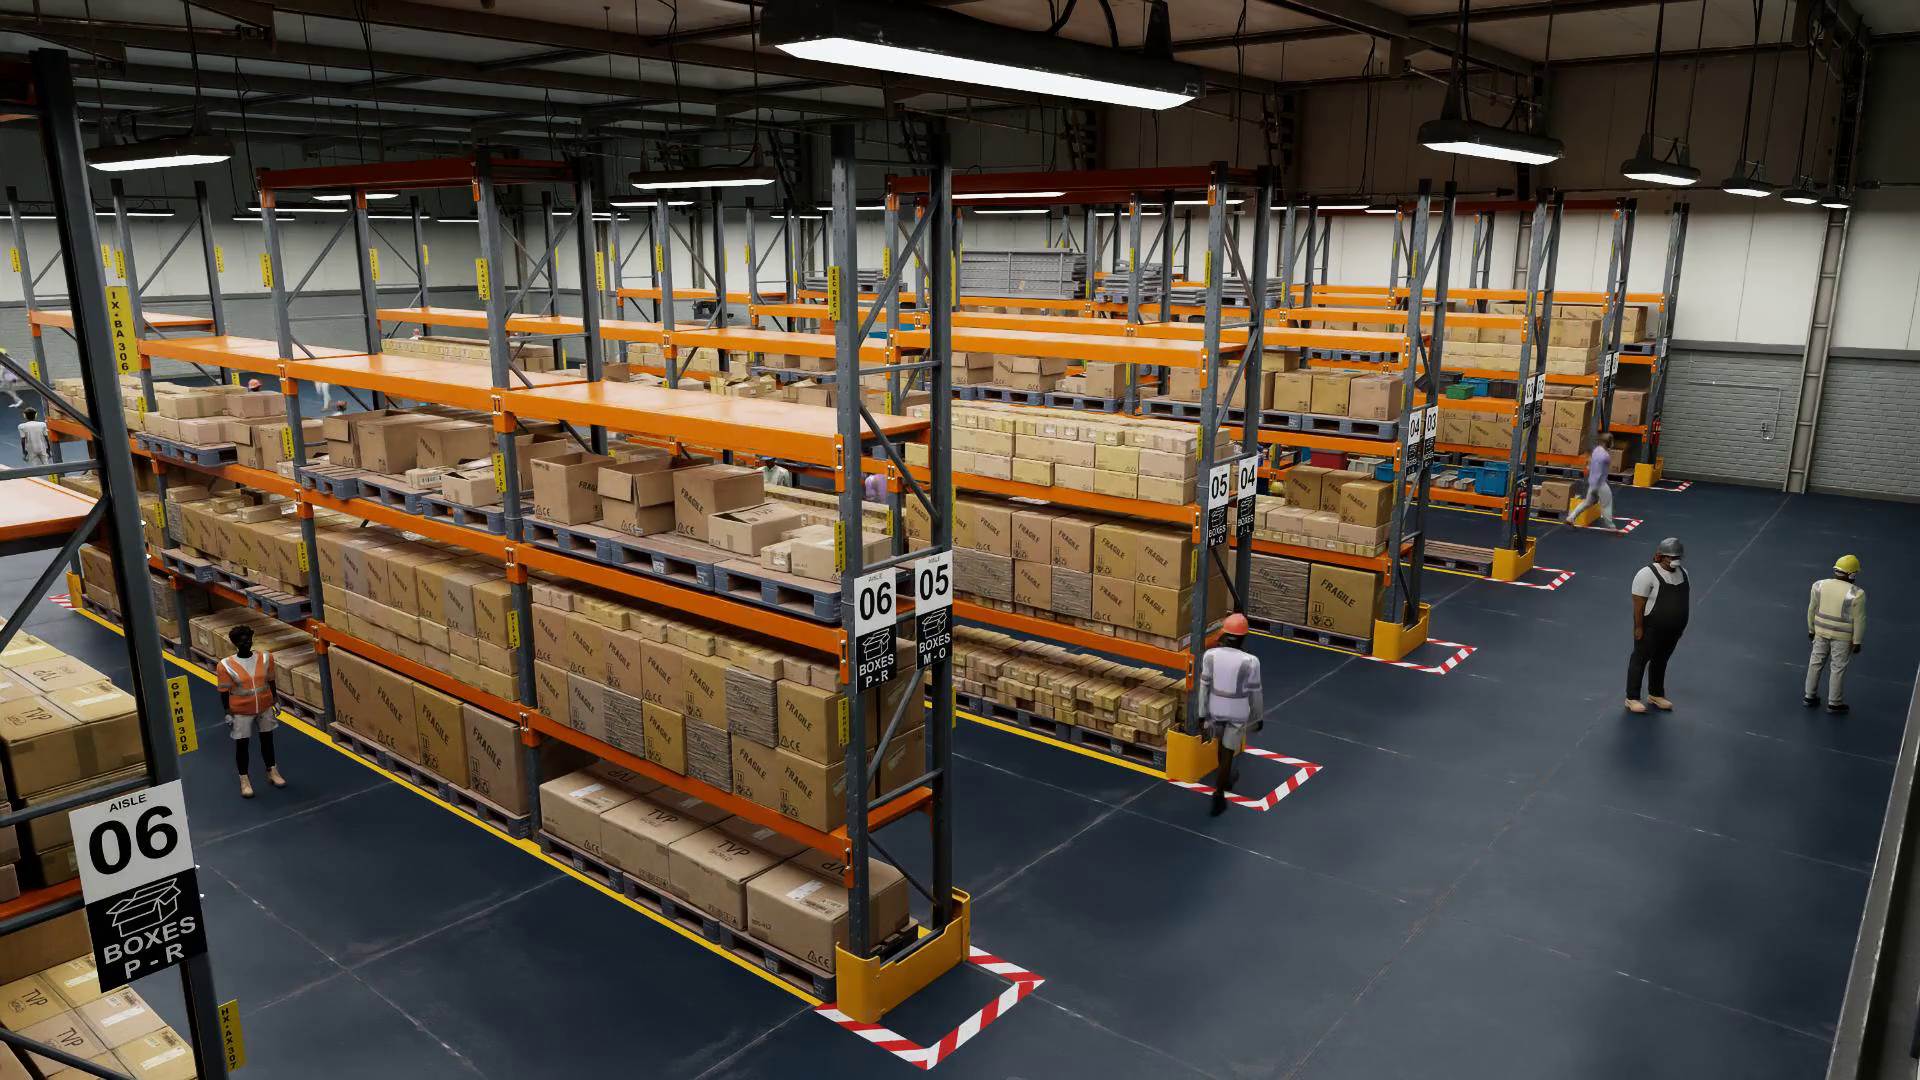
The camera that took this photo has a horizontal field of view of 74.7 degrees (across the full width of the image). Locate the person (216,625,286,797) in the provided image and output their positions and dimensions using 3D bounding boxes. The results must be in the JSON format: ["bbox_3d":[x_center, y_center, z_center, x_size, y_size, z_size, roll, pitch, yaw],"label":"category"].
[{"bbox_3d":[-6.929,1.648,12.316,0.317,1.696,0.539,11,18,39],"label":"person"}]

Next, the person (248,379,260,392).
[{"bbox_3d":[-17.427,-3.044,31.237,0.563,1.873,1.013,2,14,7],"label":"person"}]

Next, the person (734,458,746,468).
[{"bbox_3d":[-3.945,-0.660,21.984,0.595,1.606,0.519,4,14,17],"label":"person"}]

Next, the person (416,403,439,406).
[{"bbox_3d":[-14.486,-3.729,34.231,0.571,1.796,0.962,-8,16,-31],"label":"person"}]

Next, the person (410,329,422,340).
[{"bbox_3d":[-20.344,-6.972,47.337,0.643,1.909,0.409,-11,17,-38],"label":"person"}]

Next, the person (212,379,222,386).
[{"bbox_3d":[-18.345,-3.080,31.371,0.640,1.887,0.504,1,14,6],"label":"person"}]

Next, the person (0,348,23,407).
[{"bbox_3d":[-30.005,-5.113,39.701,0.540,1.898,0.603,-4,14,-18],"label":"person"}]

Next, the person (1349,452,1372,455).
[{"bbox_3d":[9.172,-2.489,28.850,0.607,1.939,0.908,-12,18,-39],"label":"person"}]

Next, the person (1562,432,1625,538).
[{"bbox_3d":[11.619,-1.038,22.958,1.009,1.894,0.626,5,14,18],"label":"person"}]

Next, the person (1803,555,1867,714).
[{"bbox_3d":[10.044,1.063,14.436,0.404,1.831,0.600,-7,15,-25],"label":"person"}]

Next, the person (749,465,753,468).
[{"bbox_3d":[-4.793,-2.556,29.604,0.540,1.697,0.317,-6,15,-24],"label":"person"}]

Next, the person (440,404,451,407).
[{"bbox_3d":[-15.679,-4.650,38.348,0.312,1.636,0.520,6,15,24],"label":"person"}]

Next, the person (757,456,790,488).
[{"bbox_3d":[-3.125,-0.583,20.967,0.618,1.945,0.394,2,14,9],"label":"person"}]

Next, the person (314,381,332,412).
[{"bbox_3d":[-19.727,-4.967,39.053,0.634,1.925,0.648,1,14,2],"label":"person"}]

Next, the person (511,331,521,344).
[{"bbox_3d":[-18.139,-7.808,51.388,0.627,1.610,0.507,7,15,27],"label":"person"}]

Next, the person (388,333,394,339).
[{"bbox_3d":[-22.019,-7.192,48.773,0.881,1.652,0.542,-6,15,-22],"label":"person"}]

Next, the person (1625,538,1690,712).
[{"bbox_3d":[8.042,0.984,14.417,0.678,2.000,0.536,-4,14,-15],"label":"person"}]

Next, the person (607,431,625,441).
[{"bbox_3d":[-7.245,-1.920,26.424,0.651,1.984,1.064,0,14,0],"label":"person"}]

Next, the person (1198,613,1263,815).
[{"bbox_3d":[2.635,1.606,12.045,0.569,1.901,0.914,10,17,34],"label":"person"}]

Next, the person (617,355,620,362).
[{"bbox_3d":[-11.260,-5.685,42.338,0.331,1.765,0.533,11,17,38],"label":"person"}]

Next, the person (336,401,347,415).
[{"bbox_3d":[-14.438,-2.449,29.378,0.851,1.601,0.533,-4,14,-15],"label":"person"}]

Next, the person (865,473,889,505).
[{"bbox_3d":[-1.254,-0.449,20.264,0.877,2.021,0.600,10,17,35],"label":"person"}]

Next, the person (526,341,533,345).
[{"bbox_3d":[-15.755,-6.609,46.174,0.532,1.750,0.526,9,16,33],"label":"person"}]

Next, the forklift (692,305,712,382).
[{"bbox_3d":[-9.511,-7.392,47.124,1.873,2.768,1.129,11,17,38],"label":"forklift"}]

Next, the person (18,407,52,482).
[{"bbox_3d":[-19.278,-1.824,26.281,0.405,1.885,0.547,13,19,43],"label":"person"}]

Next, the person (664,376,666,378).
[{"bbox_3d":[-8.847,-4.549,37.372,0.670,1.908,0.407,-3,14,-12],"label":"person"}]

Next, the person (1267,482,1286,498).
[{"bbox_3d":[4.723,-0.016,19.048,0.568,1.745,0.558,12,18,41],"label":"person"}]
